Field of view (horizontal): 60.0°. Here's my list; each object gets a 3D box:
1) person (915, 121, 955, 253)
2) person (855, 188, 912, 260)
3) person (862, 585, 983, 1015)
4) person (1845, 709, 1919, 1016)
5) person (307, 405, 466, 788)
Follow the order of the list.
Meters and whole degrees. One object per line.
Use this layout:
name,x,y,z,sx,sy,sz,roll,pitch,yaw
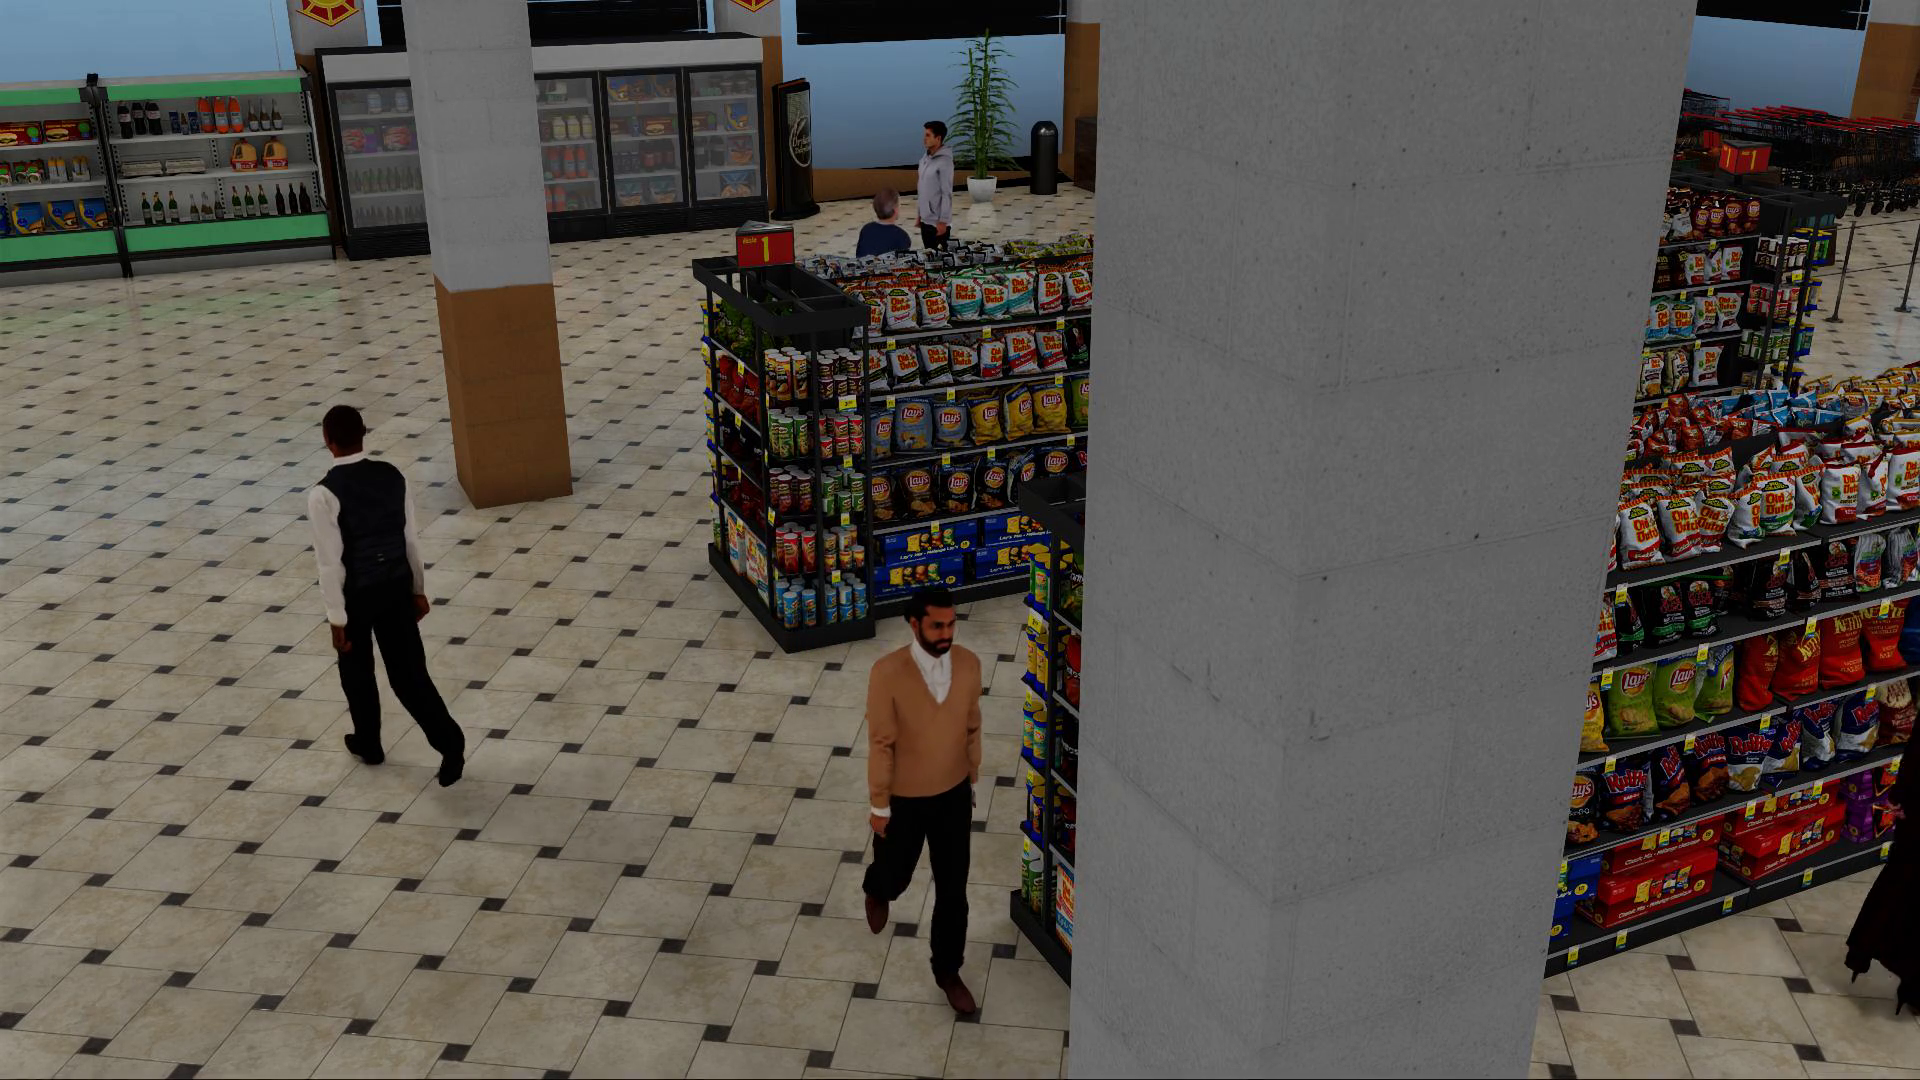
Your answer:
person,-0.232,-3.242,16.704,0.646,1.930,0.711,-14,26,-31
person,-0.668,-1.861,13.398,1.073,1.833,1.210,11,24,26
person,-0.182,0.964,6.502,0.939,1.732,0.728,-9,24,-22
person,3.772,1.055,6.300,0.798,1.714,0.824,15,27,33
person,-2.737,0.317,7.905,1.075,1.887,1.263,20,29,40
